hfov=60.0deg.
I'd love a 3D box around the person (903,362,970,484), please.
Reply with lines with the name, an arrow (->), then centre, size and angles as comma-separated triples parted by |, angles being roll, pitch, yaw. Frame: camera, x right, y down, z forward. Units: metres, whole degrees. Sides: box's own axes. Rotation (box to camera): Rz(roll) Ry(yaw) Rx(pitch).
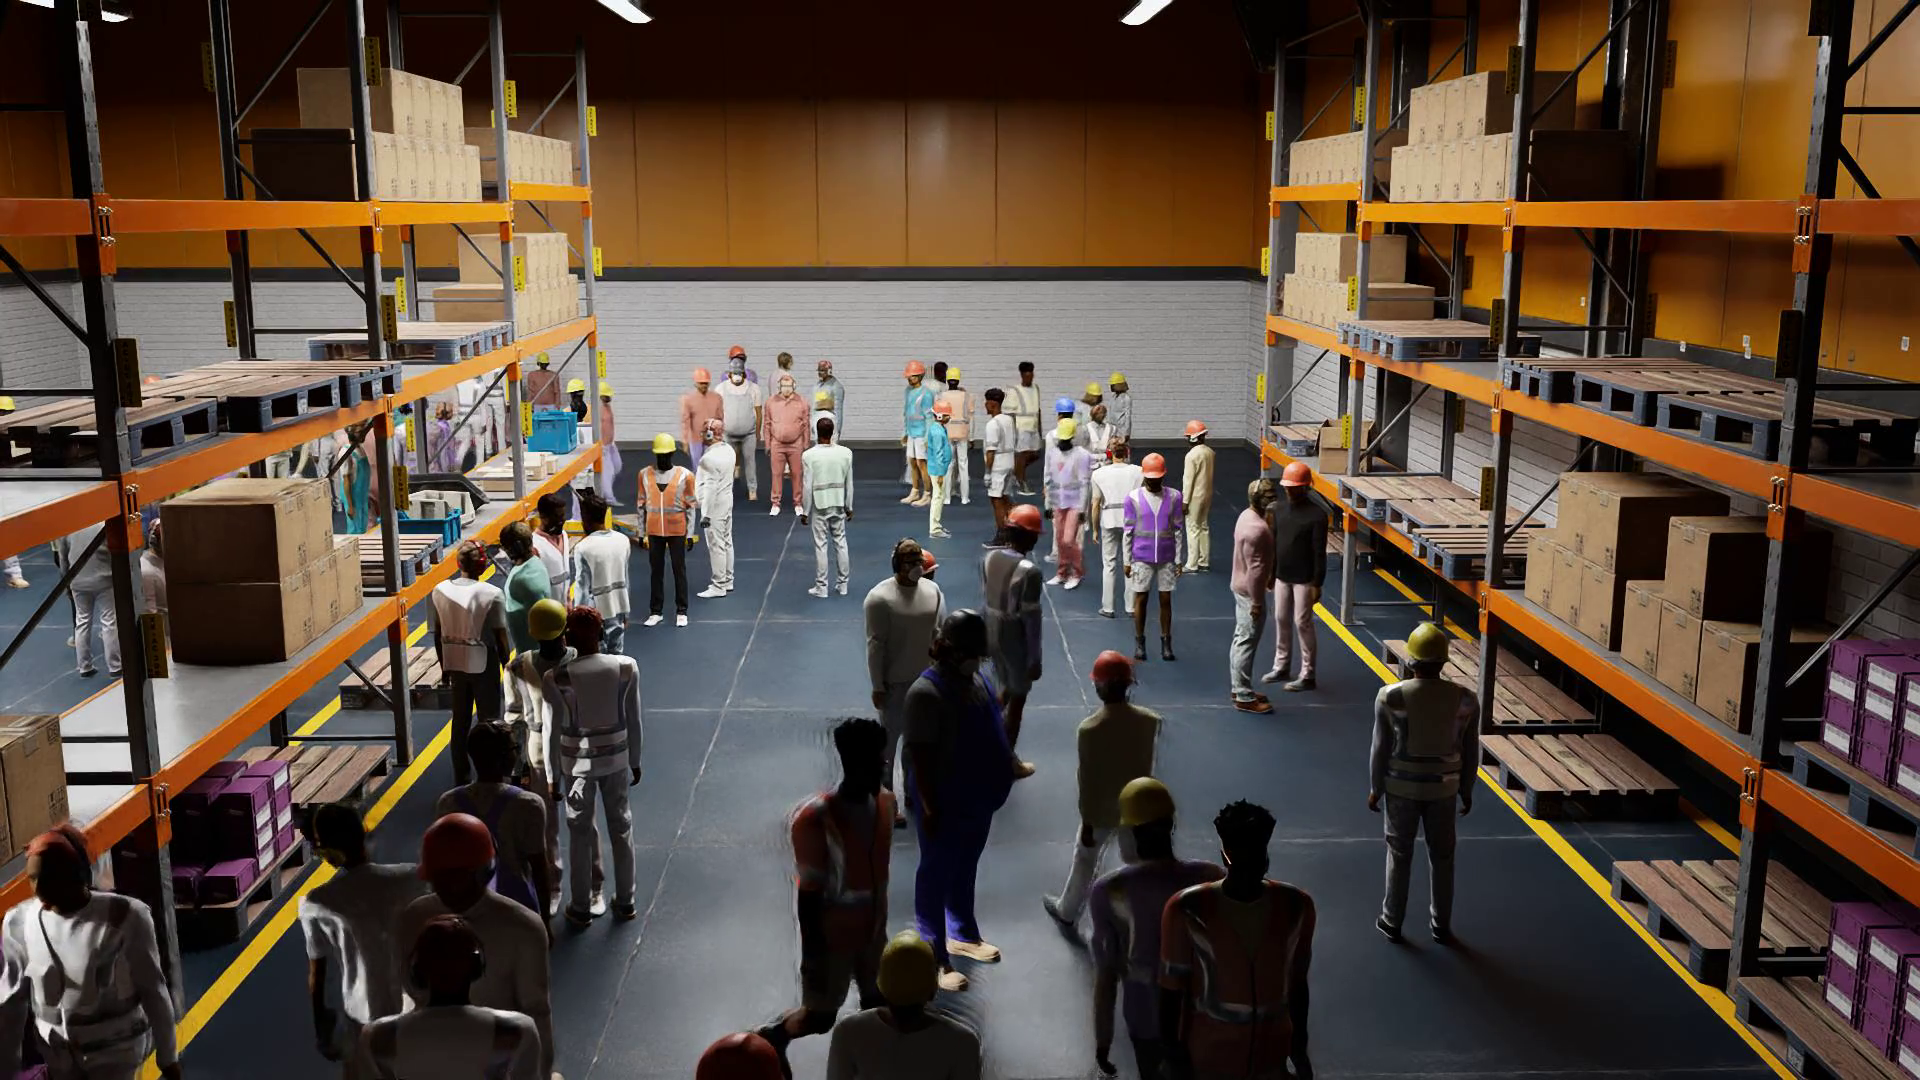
person -> -0.391, -1.736, 24.829 | 1.023, 1.854, 0.711 | -2, 11, -10

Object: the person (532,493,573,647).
person -> -3.246, 0.564, 13.148 | 0.399, 1.906, 0.603 | 2, 12, 12

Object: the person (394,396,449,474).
person -> -6.357, -0.762, 19.684 | 0.614, 1.945, 0.404 | -2, 11, -11

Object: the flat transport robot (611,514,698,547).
flat transport robot -> -3.888, -0.148, 20.824 | 0.652, 0.197, 1.431 | -8, 13, -34

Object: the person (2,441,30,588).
person -> -10.356, -0.438, 17.828 | 0.536, 2.000, 0.689 | 5, 13, 26

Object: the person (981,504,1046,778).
person -> 0.363, 0.749, 11.934 | 0.568, 2.015, 0.653 | -8, 14, -35

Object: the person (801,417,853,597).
person -> -1.403, -0.347, 17.680 | 0.596, 1.916, 0.372 | -6, 13, -29

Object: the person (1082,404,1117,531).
person -> 1.767, -0.924, 21.299 | 0.531, 1.634, 0.349 | -2, 11, -8

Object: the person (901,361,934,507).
person -> -0.609, -1.468, 23.024 | 0.404, 2.034, 0.613 | -7, 13, -32

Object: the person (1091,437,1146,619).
person -> 1.595, -0.115, 16.763 | 0.561, 1.827, 0.423 | -1, 11, -6

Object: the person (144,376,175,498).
person -> -10.548, -1.200, 21.940 | 0.543, 1.929, 0.386 | 5, 12, 22

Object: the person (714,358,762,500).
person -> -3.127, -1.564, 23.473 | 0.681, 2.000, 0.535 | -1, 11, -5

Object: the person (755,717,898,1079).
person -> -0.566, 1.689, 7.409 | 0.812, 1.942, 0.616 | 11, 16, 43

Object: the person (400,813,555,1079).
person -> -1.768, 1.934, 6.084 | 0.617, 1.984, 0.408 | 4, 12, 18

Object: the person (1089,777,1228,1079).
person -> 0.845, 1.890, 6.640 | 0.673, 1.865, 0.959 | 0, 11, 0

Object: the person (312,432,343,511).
person -> -8.614, -1.208, 22.462 | 0.322, 1.738, 0.484 | 2, 11, 10

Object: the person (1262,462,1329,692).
person -> 2.867, 0.308, 14.243 | 0.407, 1.985, 0.624 | -7, 13, -31

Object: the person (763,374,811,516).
person -> -2.321, -1.270, 22.336 | 0.639, 1.909, 0.409 | -1, 11, -5

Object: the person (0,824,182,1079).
person -> -3.303, 1.978, 6.171 | 0.620, 1.852, 0.822 | 1, 11, 6

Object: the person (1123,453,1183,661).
person -> 1.761, 0.154, 15.163 | 0.549, 1.924, 0.386 | 0, 11, -2

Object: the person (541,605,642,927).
person -> -2.103, 1.295, 9.554 | 0.575, 1.880, 0.359 | -6, 13, -26

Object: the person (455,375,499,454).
person -> -8.035, -2.325, 27.593 | 1.005, 1.916, 0.674 | -2, 11, -8

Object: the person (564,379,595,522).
person -> -4.946, -1.142, 21.684 | 0.392, 1.915, 0.591 | 9, 14, 37

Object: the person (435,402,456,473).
person -> -6.659, -0.969, 21.521 | 0.321, 1.631, 0.522 | -4, 12, -19

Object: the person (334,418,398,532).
person -> -6.799, -0.611, 19.102 | 0.686, 1.877, 0.584 | -5, 12, -23

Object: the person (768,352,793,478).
person -> -2.710, -1.916, 25.495 | 0.353, 1.937, 0.635 | -8, 14, -34

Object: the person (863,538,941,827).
person -> -0.359, 0.936, 11.192 | 0.627, 1.941, 0.371 | -10, 15, -41

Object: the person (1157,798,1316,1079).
person -> 1.038, 1.907, 6.254 | 0.613, 1.963, 0.362 | -2, 11, -9

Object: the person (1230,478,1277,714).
person -> 2.406, 0.445, 13.664 | 0.376, 1.937, 0.629 | 1, 11, 5

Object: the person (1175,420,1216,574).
person -> 2.662, -0.485, 18.821 | 0.356, 1.742, 0.574 | 8, 14, 36

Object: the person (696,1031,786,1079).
person -> -0.584, 2.254, 4.588 | 0.544, 1.939, 0.372 | 2, 12, 12

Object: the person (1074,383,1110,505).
person -> 1.869, -1.311, 23.038 | 0.513, 1.694, 0.879 | -4, 12, -18

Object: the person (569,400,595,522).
person -> -4.817, -0.927, 21.172 | 0.323, 1.699, 0.557 | 3, 12, 16
